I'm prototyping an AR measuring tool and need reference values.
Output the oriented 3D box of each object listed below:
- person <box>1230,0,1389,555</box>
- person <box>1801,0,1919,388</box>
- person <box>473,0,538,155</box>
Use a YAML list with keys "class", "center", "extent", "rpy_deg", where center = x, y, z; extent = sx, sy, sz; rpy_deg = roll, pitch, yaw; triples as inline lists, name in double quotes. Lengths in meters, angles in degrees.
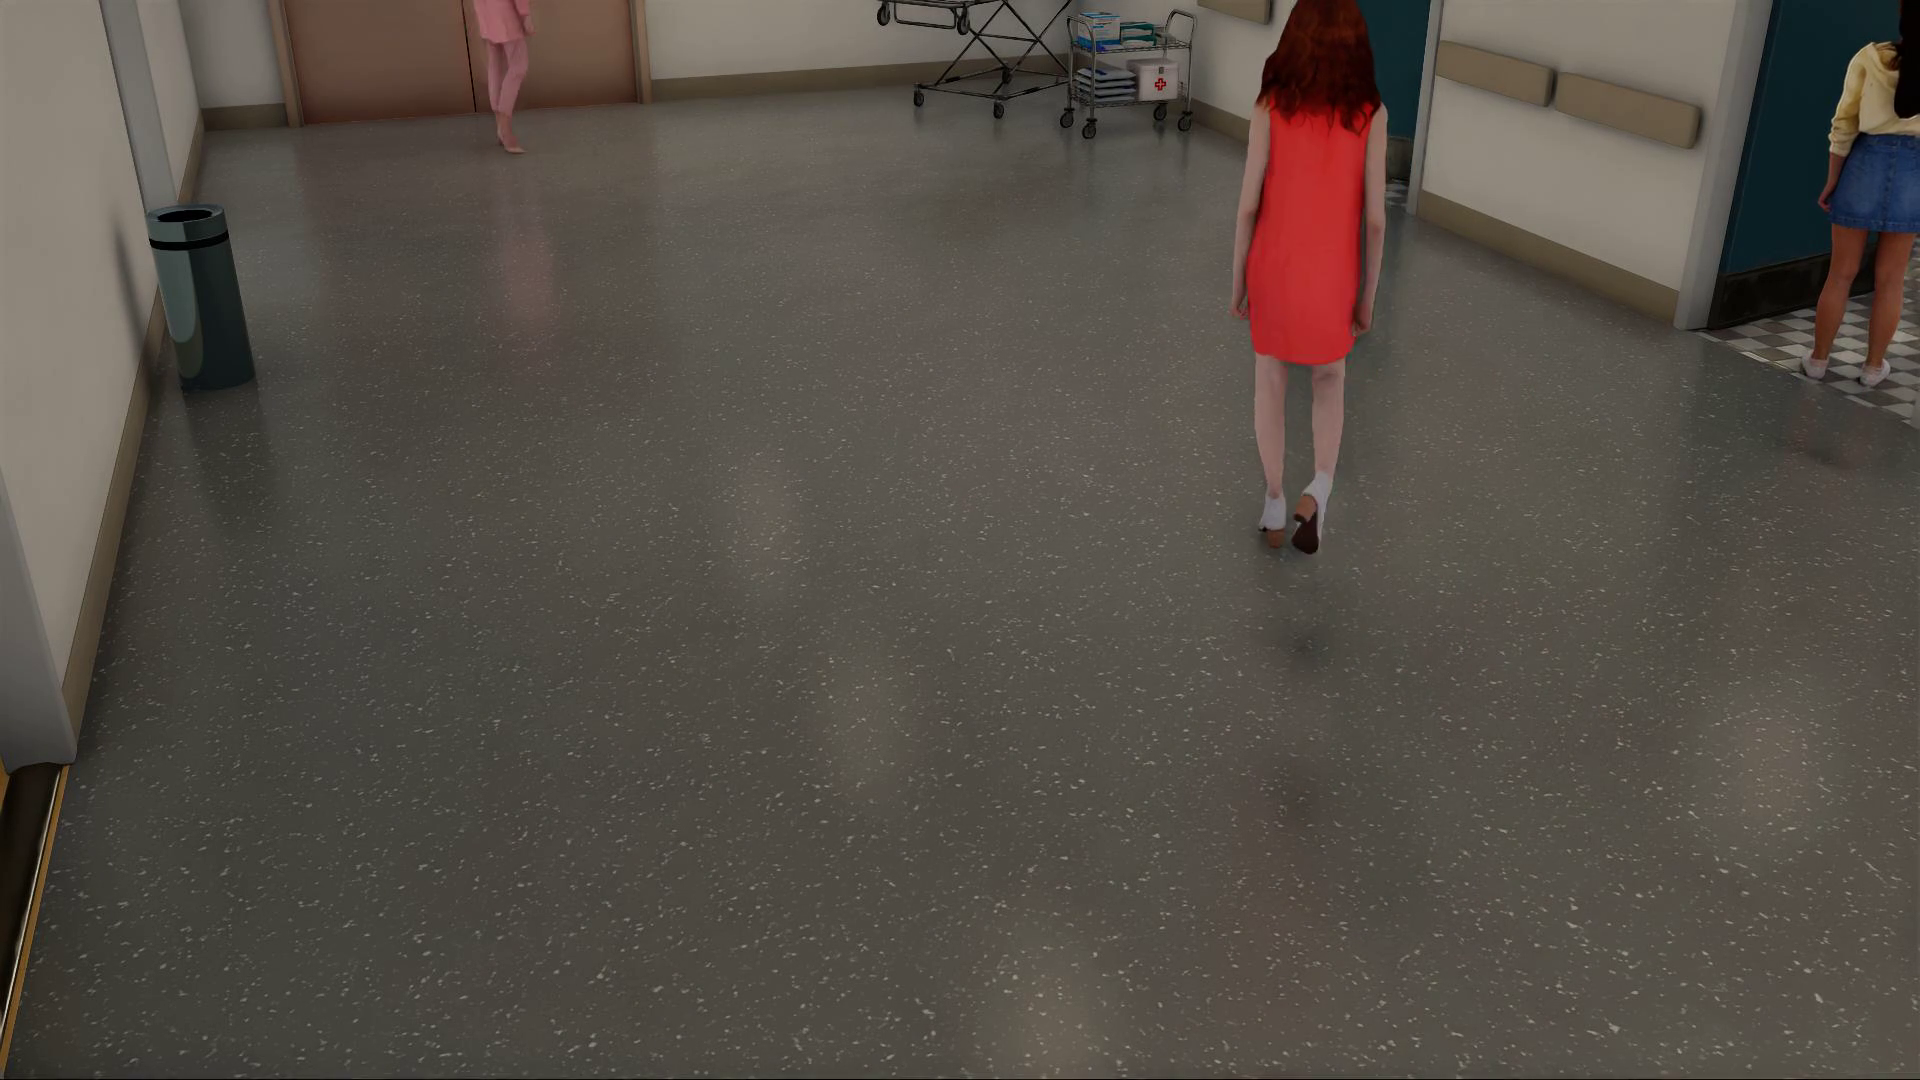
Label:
- class: "person"
  center: [1.057, -0.745, 5.109]
  extent: [0.845, 1.811, 1.004]
  rpy_deg: [3, 26, 7]
- class: "person"
  center: [3.759, -1.446, 6.772]
  extent: [0.706, 1.630, 0.771]
  rpy_deg: [12, 28, 23]
- class: "person"
  center: [-2.990, -3.400, 10.652]
  extent: [0.619, 1.779, 0.831]
  rpy_deg: [19, 31, 34]
